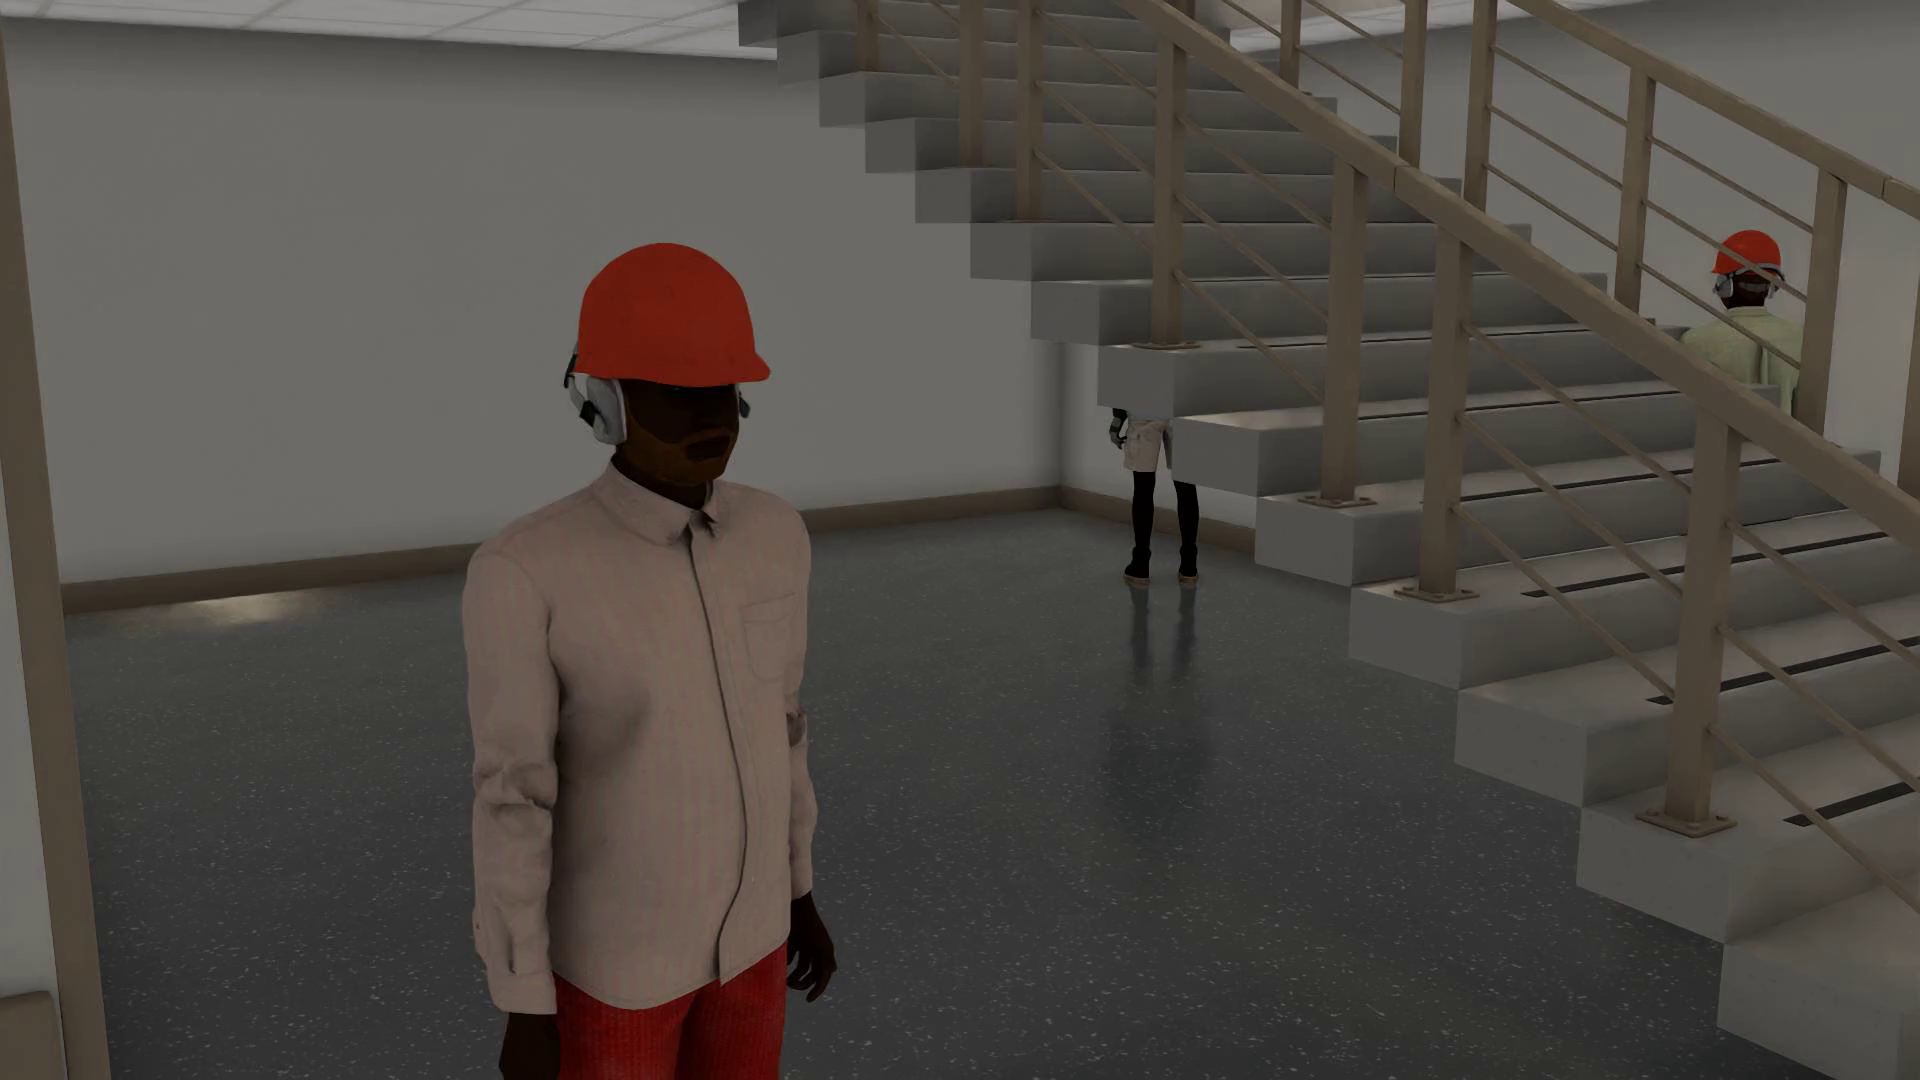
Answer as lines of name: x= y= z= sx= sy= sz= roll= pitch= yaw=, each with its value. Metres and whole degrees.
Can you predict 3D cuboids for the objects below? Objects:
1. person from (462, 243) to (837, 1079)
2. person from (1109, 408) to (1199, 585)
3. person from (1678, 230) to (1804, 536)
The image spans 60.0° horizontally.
person: x=-0.414 y=0.576 z=2.437 sx=0.394 sy=1.992 sz=0.622 roll=9 pitch=14 yaw=38
person: x=1.139 y=-0.725 z=9.347 sx=0.609 sy=1.964 sz=0.367 roll=-1 pitch=11 yaw=-3
person: x=3.099 y=-0.231 z=6.678 sx=0.610 sy=1.995 sz=0.375 roll=-1 pitch=11 yaw=-7
